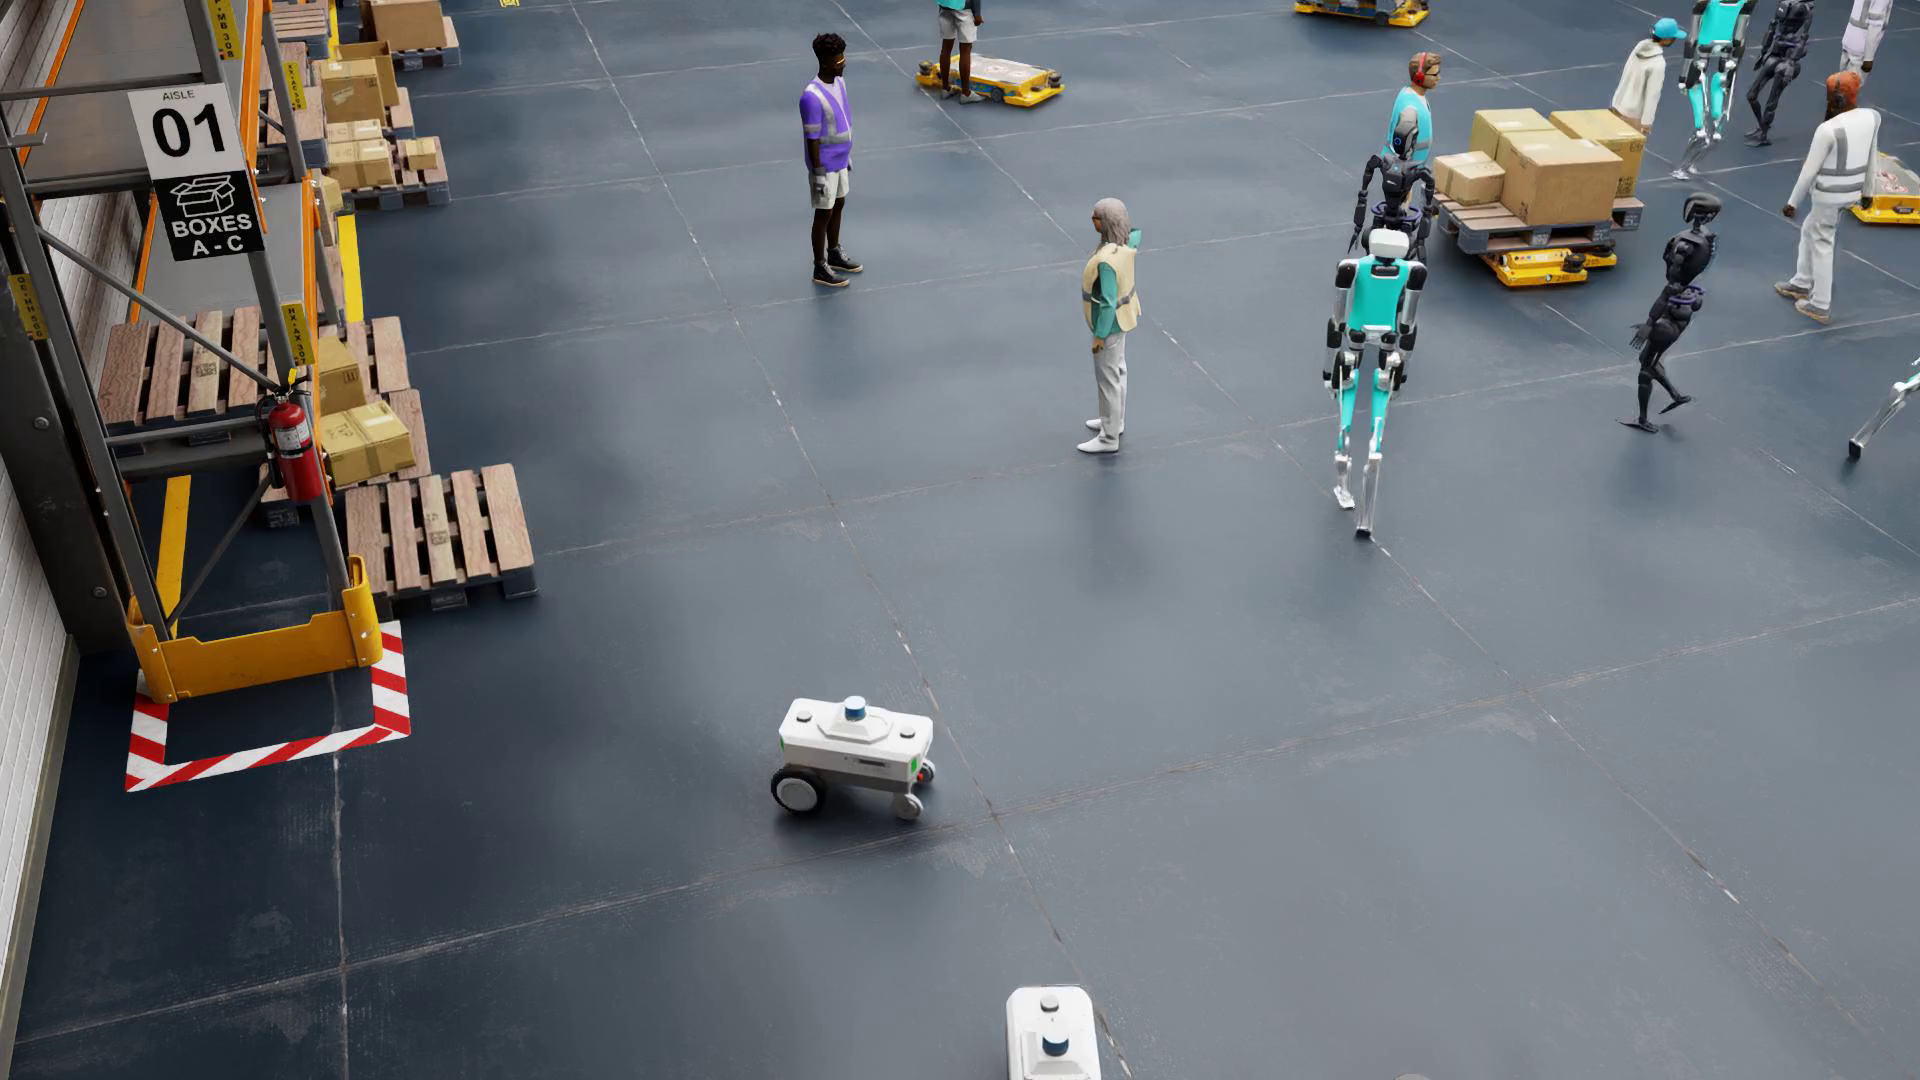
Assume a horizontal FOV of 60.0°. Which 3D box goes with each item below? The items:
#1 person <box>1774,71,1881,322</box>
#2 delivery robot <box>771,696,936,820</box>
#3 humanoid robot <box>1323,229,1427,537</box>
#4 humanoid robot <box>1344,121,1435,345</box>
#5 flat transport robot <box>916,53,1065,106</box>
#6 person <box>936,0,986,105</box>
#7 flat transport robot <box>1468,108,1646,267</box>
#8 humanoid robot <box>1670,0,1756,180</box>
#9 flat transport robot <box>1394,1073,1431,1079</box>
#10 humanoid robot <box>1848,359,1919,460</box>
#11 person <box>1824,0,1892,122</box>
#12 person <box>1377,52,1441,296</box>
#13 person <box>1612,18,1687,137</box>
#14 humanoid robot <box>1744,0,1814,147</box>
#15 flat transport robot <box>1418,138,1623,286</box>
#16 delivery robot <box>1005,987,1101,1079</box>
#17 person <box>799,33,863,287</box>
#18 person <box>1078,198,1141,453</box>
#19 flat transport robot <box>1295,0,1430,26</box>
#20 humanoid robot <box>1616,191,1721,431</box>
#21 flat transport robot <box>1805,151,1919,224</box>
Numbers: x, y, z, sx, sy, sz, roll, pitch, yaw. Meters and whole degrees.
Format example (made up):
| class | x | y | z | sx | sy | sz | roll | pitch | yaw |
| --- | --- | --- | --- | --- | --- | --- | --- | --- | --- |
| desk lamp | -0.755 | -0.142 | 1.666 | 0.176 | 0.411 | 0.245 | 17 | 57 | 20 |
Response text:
| class | x | y | z | sx | sy | sz | roll | pitch | yaw |
| --- | --- | --- | --- | --- | --- | --- | --- | --- | --- |
| person | 6.409 | -2.571 | 12.350 | 0.656 | 1.850 | 0.724 | -16 | 36 | -23 |
| delivery robot | -0.528 | 1.020 | 8.045 | 0.786 | 0.608 | 0.499 | 7 | 34 | 11 |
| humanoid robot | 2.461 | -0.842 | 9.898 | 0.547 | 1.876 | 0.812 | 0 | 33 | 0 |
| humanoid robot | 3.098 | -2.192 | 11.918 | 0.599 | 1.657 | 0.315 | 21 | 39 | 29 |
| flat transport robot | 0.307 | -4.766 | 17.168 | 1.431 | 0.231 | 0.659 | 22 | 39 | 30 |
| person | -0.030 | -5.288 | 16.441 | 0.552 | 1.940 | 0.418 | 24 | 40 | 32 |
| flat transport robot | 4.862 | -2.636 | 13.901 | 0.659 | 0.231 | 1.431 | -4 | 33 | -6 |
| humanoid robot | 6.680 | -4.022 | 14.679 | 0.547 | 1.779 | 0.750 | -1 | 33 | -1 |
| flat transport robot | 1.751 | 2.577 | 5.906 | 0.659 | 0.231 | 1.431 | 12 | 35 | 17 |
| humanoid robot | 6.152 | -1.172 | 10.310 | 1.035 | 1.741 | 0.533 | -4 | 33 | -6 |
| person | 8.332 | -4.545 | 15.314 | 0.383 | 1.929 | 0.541 | 6 | 34 | 8 |
| person | 3.387 | -2.812 | 12.726 | 0.389 | 1.847 | 0.564 | 8 | 34 | 13 |
| person | 5.726 | -3.625 | 14.151 | 0.548 | 1.647 | 0.508 | -4 | 33 | -7 |
| humanoid robot | 7.629 | -4.481 | 15.439 | 0.341 | 1.656 | 0.588 | -5 | 33 | -8 |
| flat transport robot | 4.503 | -2.463 | 13.636 | 0.659 | 0.231 | 1.431 | -5 | 33 | -8 |
| delivery robot | 0.360 | 2.109 | 6.376 | 0.499 | 0.610 | 0.814 | -1 | 33 | -1 |
| person | -1.003 | -2.928 | 12.808 | 0.366 | 1.960 | 0.602 | 11 | 35 | 17 |
| person | 0.963 | -1.358 | 10.621 | 0.365 | 1.708 | 0.474 | 8 | 34 | 13 |
| flat transport robot | 4.716 | -6.263 | 19.464 | 1.431 | 0.231 | 0.659 | 17 | 37 | 24 |
| humanoid robot | 4.624 | -1.469 | 10.824 | 0.374 | 1.652 | 0.589 | 23 | 39 | 31 |
| flat transport robot | 8.057 | -3.131 | 14.660 | 0.659 | 0.231 | 1.431 | 2 | 33 | 3 |
